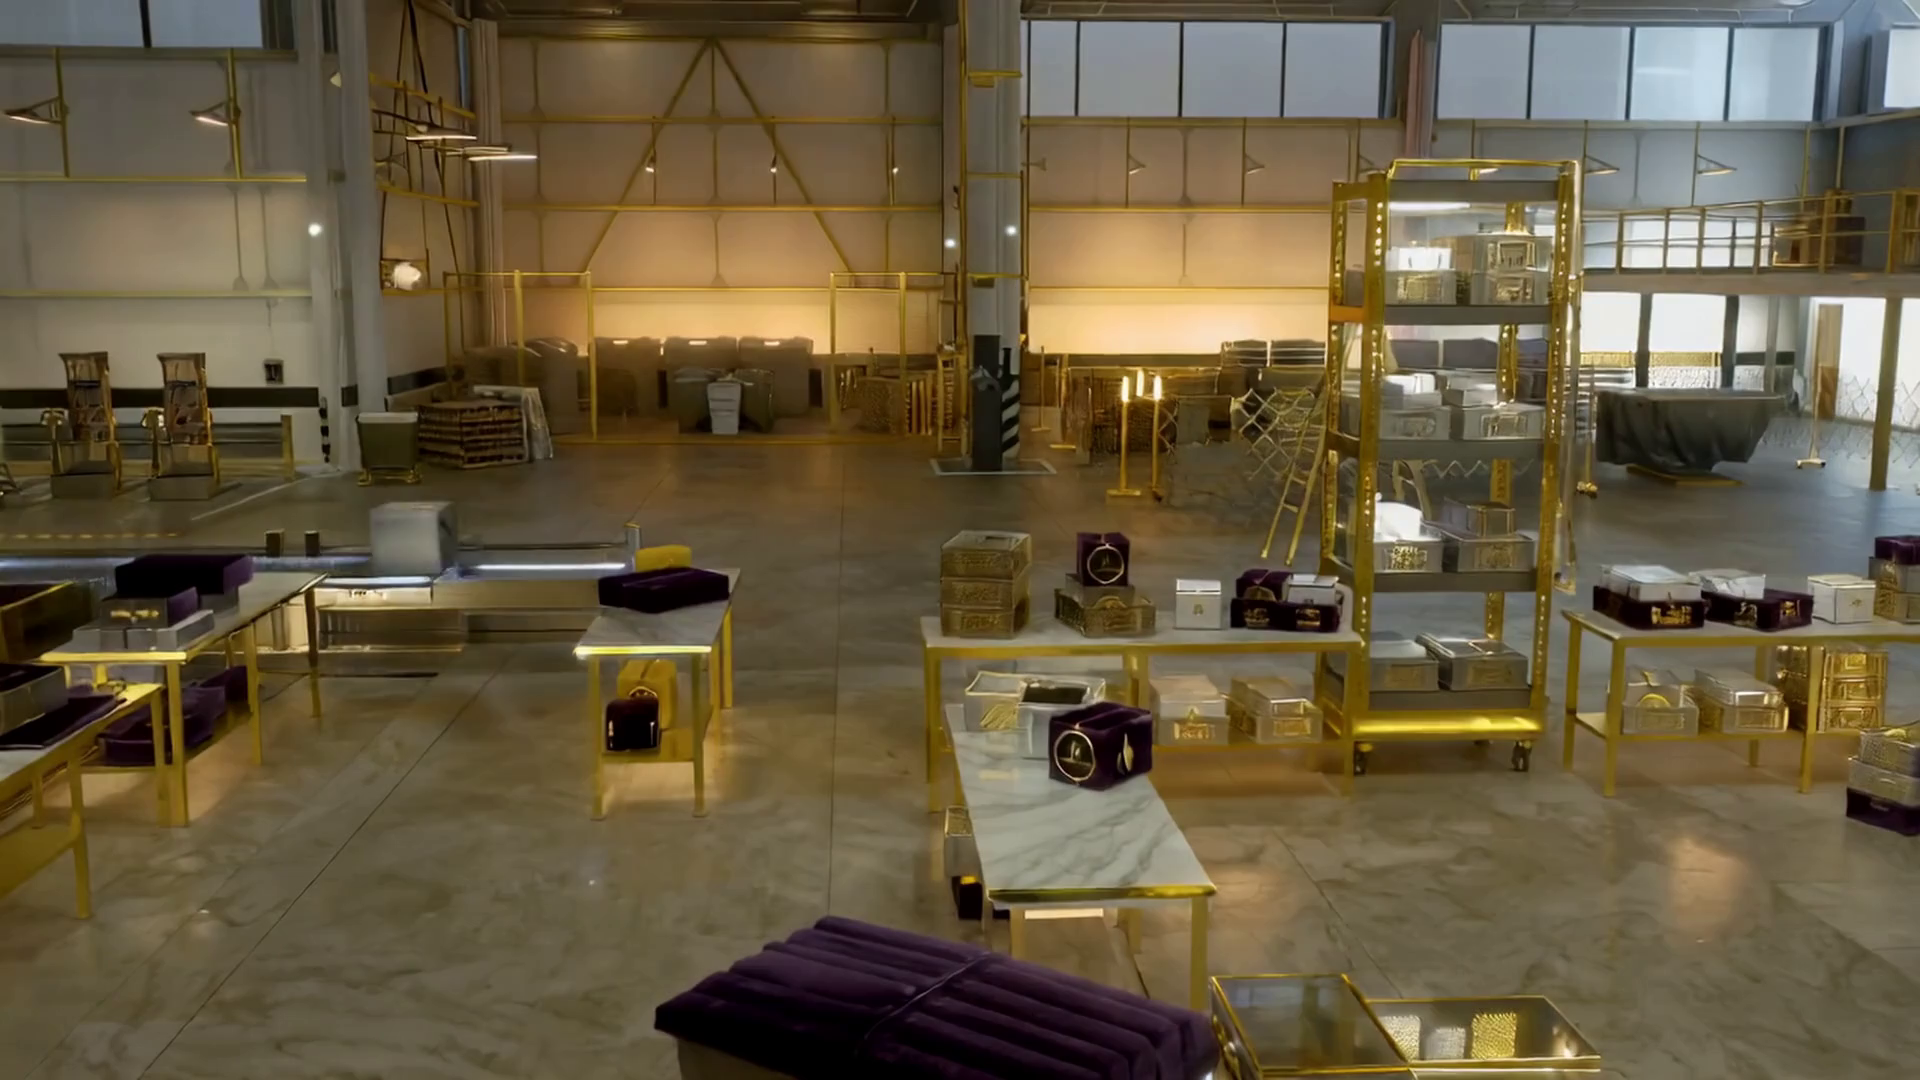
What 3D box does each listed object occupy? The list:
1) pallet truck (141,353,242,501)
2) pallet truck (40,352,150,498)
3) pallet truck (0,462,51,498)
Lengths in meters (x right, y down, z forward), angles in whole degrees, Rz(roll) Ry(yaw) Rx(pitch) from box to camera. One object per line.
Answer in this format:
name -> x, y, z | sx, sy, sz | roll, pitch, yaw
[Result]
pallet truck -> -10.520, -1.604, 22.925 | 0.823, 1.965, 1.885 | -1, 9, -6
pallet truck -> -11.907, -1.642, 23.165 | 0.823, 1.965, 1.885 | 0, 9, 0
pallet truck -> -13.193, -1.293, 23.148 | 0.653, 1.274, 1.630 | -1, 9, -4
